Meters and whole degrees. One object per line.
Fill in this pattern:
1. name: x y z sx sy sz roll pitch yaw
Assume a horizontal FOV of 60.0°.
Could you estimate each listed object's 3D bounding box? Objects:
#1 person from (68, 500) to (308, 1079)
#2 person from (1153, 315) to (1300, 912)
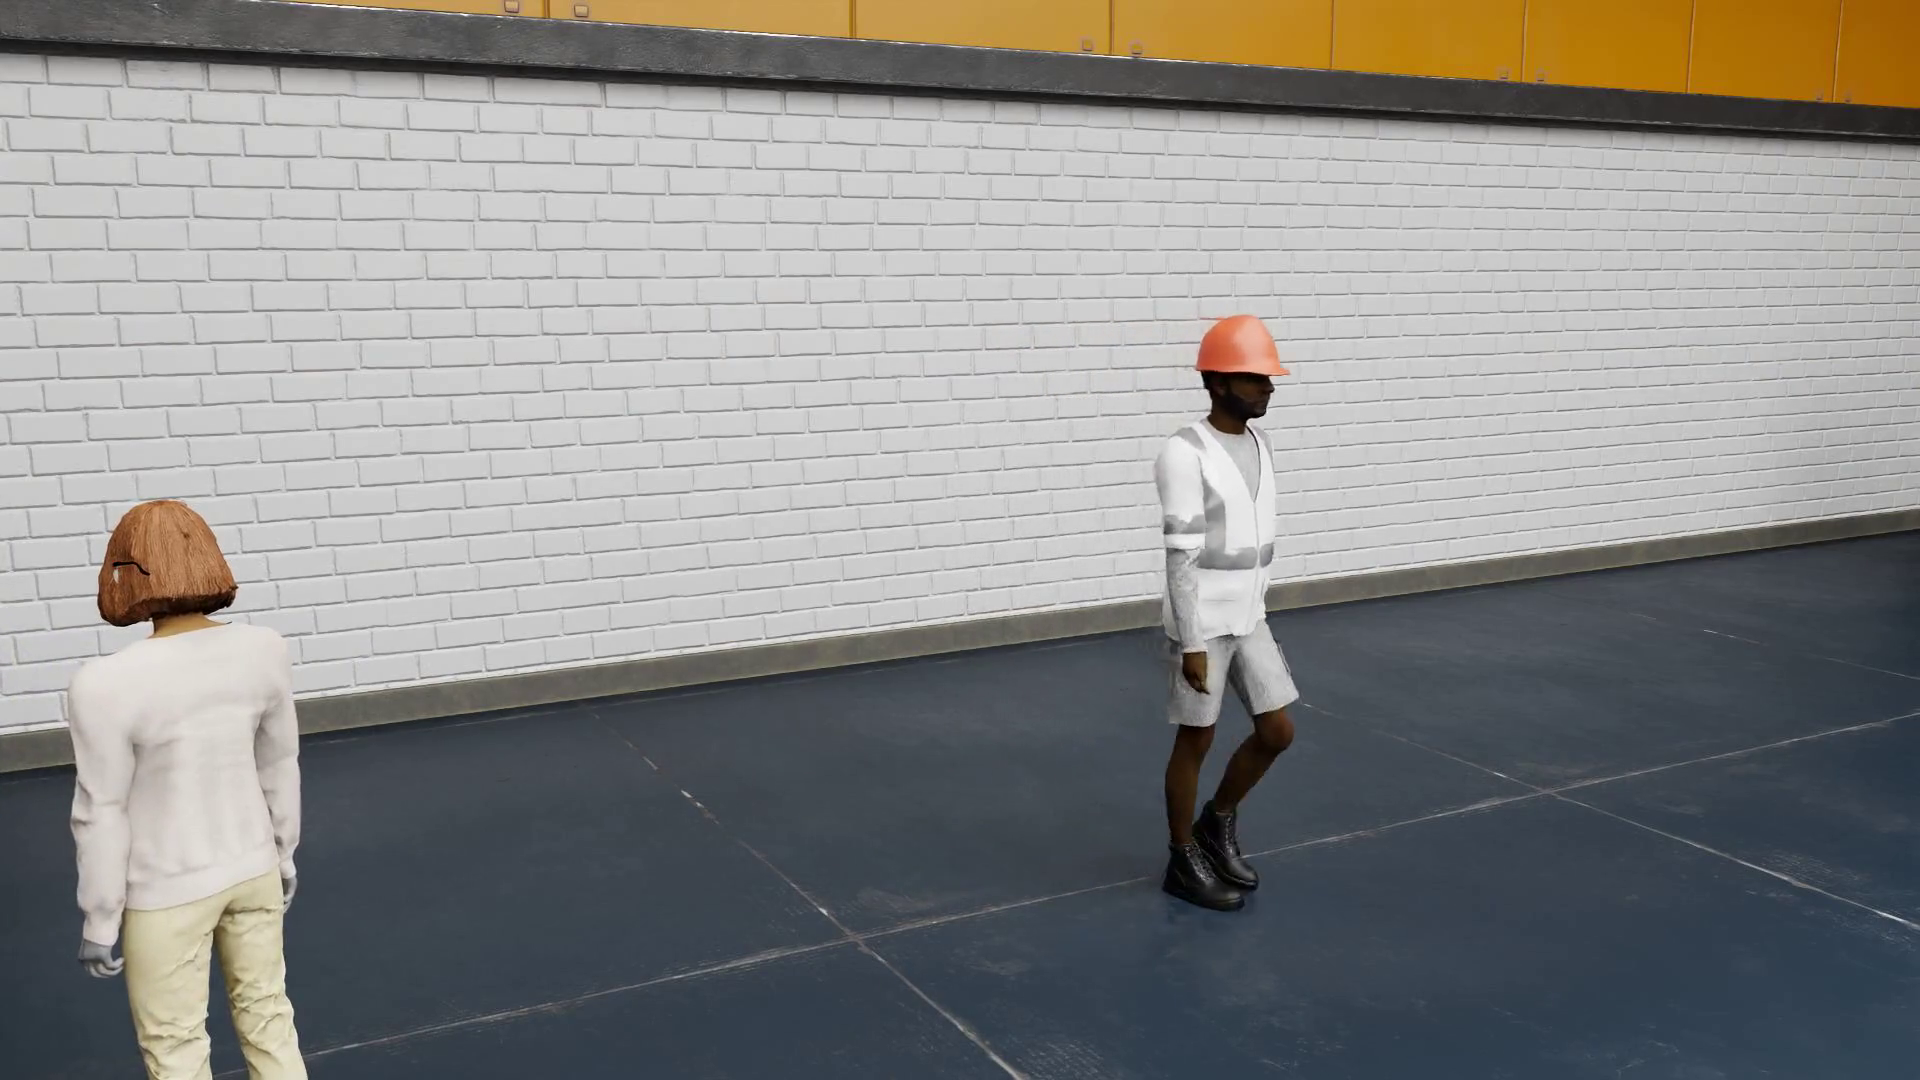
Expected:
1. person: -1.577 0.728 3.444 0.269 1.627 0.500 5 11 27
2. person: 0.831 0.251 5.315 0.543 1.924 0.428 -9 13 -41
